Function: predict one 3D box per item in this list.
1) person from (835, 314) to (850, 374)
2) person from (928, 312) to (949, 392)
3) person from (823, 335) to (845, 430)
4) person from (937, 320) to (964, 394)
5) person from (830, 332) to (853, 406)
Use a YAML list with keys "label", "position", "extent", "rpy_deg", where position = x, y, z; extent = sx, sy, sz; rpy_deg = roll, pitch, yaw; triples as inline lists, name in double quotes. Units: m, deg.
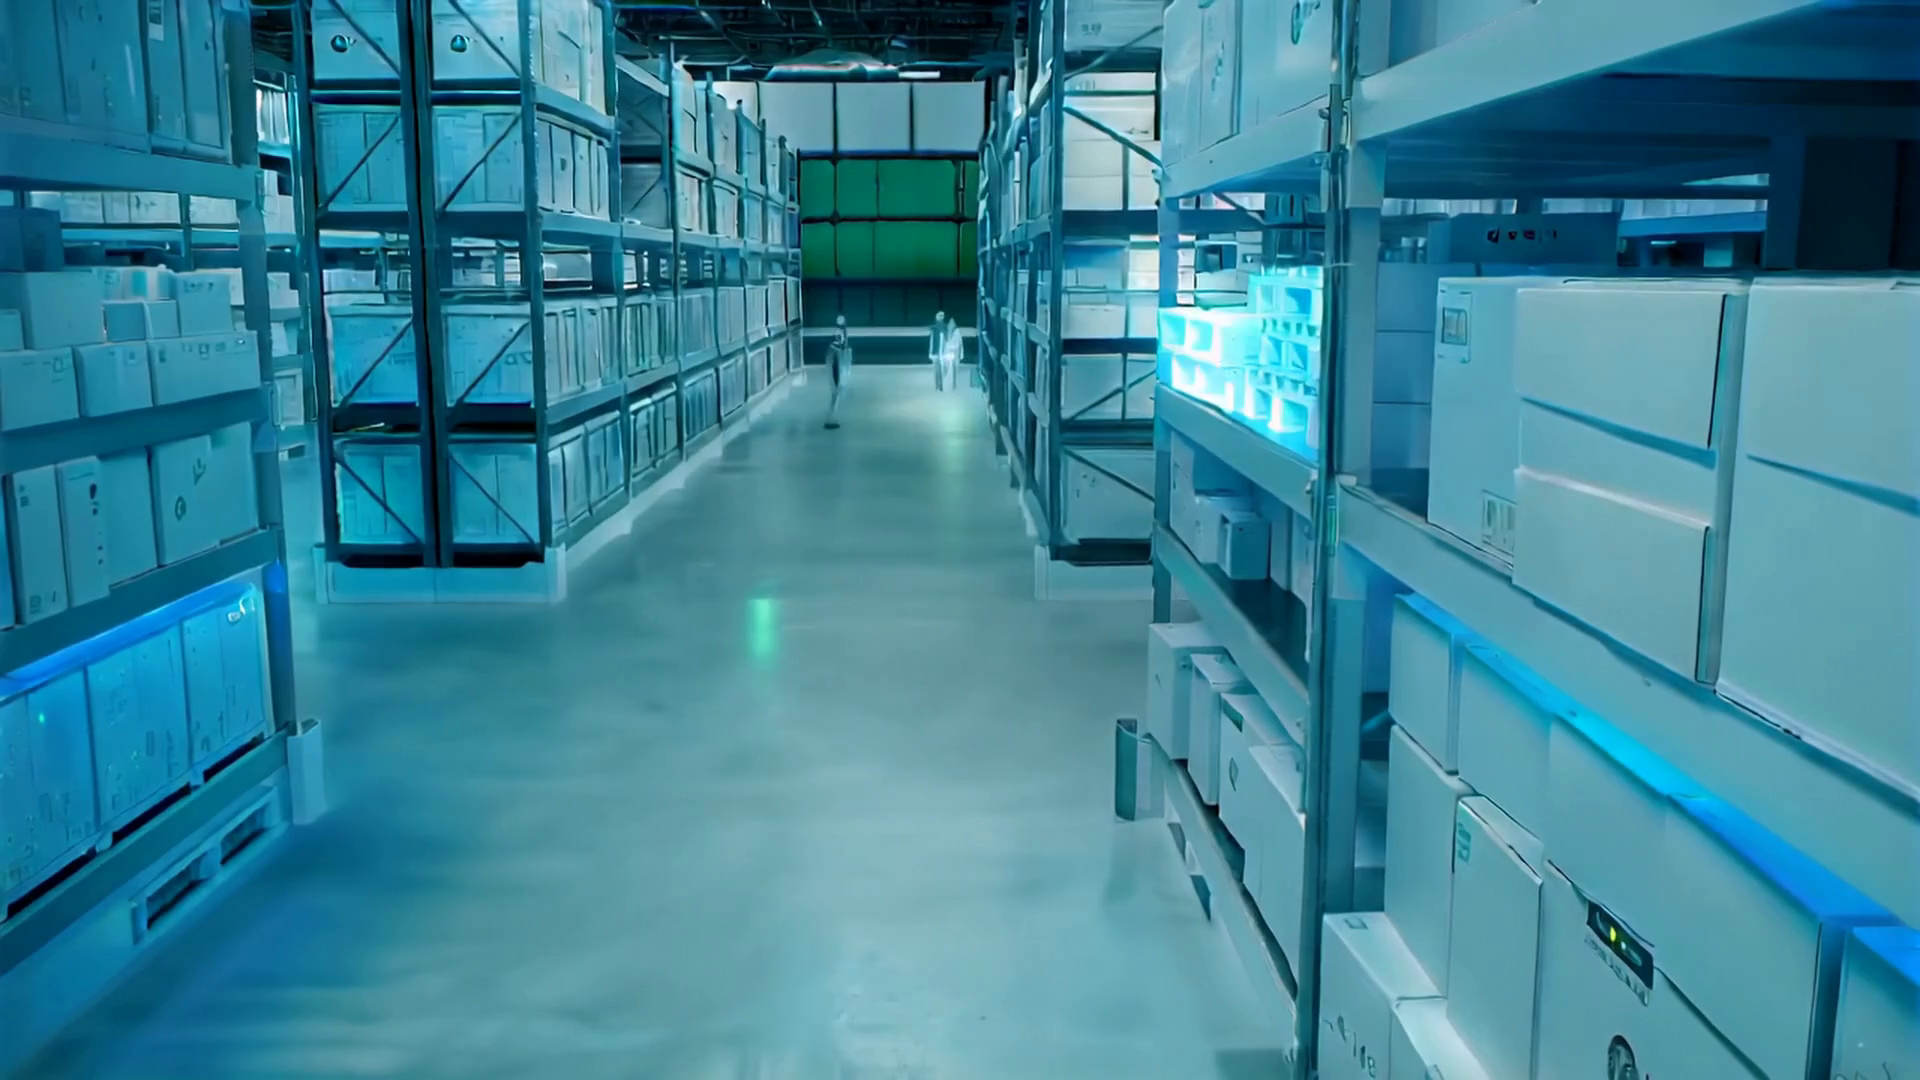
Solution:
- label: "person"
  position: [-3.426, -5.627, 47.827]
  extent: [0.589, 1.734, 0.561]
  rpy_deg: [-1, 9, -3]
- label: "person"
  position: [-0.459, -4.667, 41.315]
  extent: [0.628, 1.944, 0.978]
  rpy_deg: [2, 9, 9]
- label: "person"
  position: [-2.410, -2.985, 31.539]
  extent: [0.460, 1.782, 0.656]
  rpy_deg: [-2, 9, -12]
- label: "person"
  position: [-0.241, -4.453, 40.473]
  extent: [0.640, 1.794, 0.961]
  rpy_deg: [1, 9, 5]
- label: "person"
  position: [-2.636, -3.789, 36.883]
  extent: [0.511, 1.640, 0.308]
  rpy_deg: [0, 9, 3]
